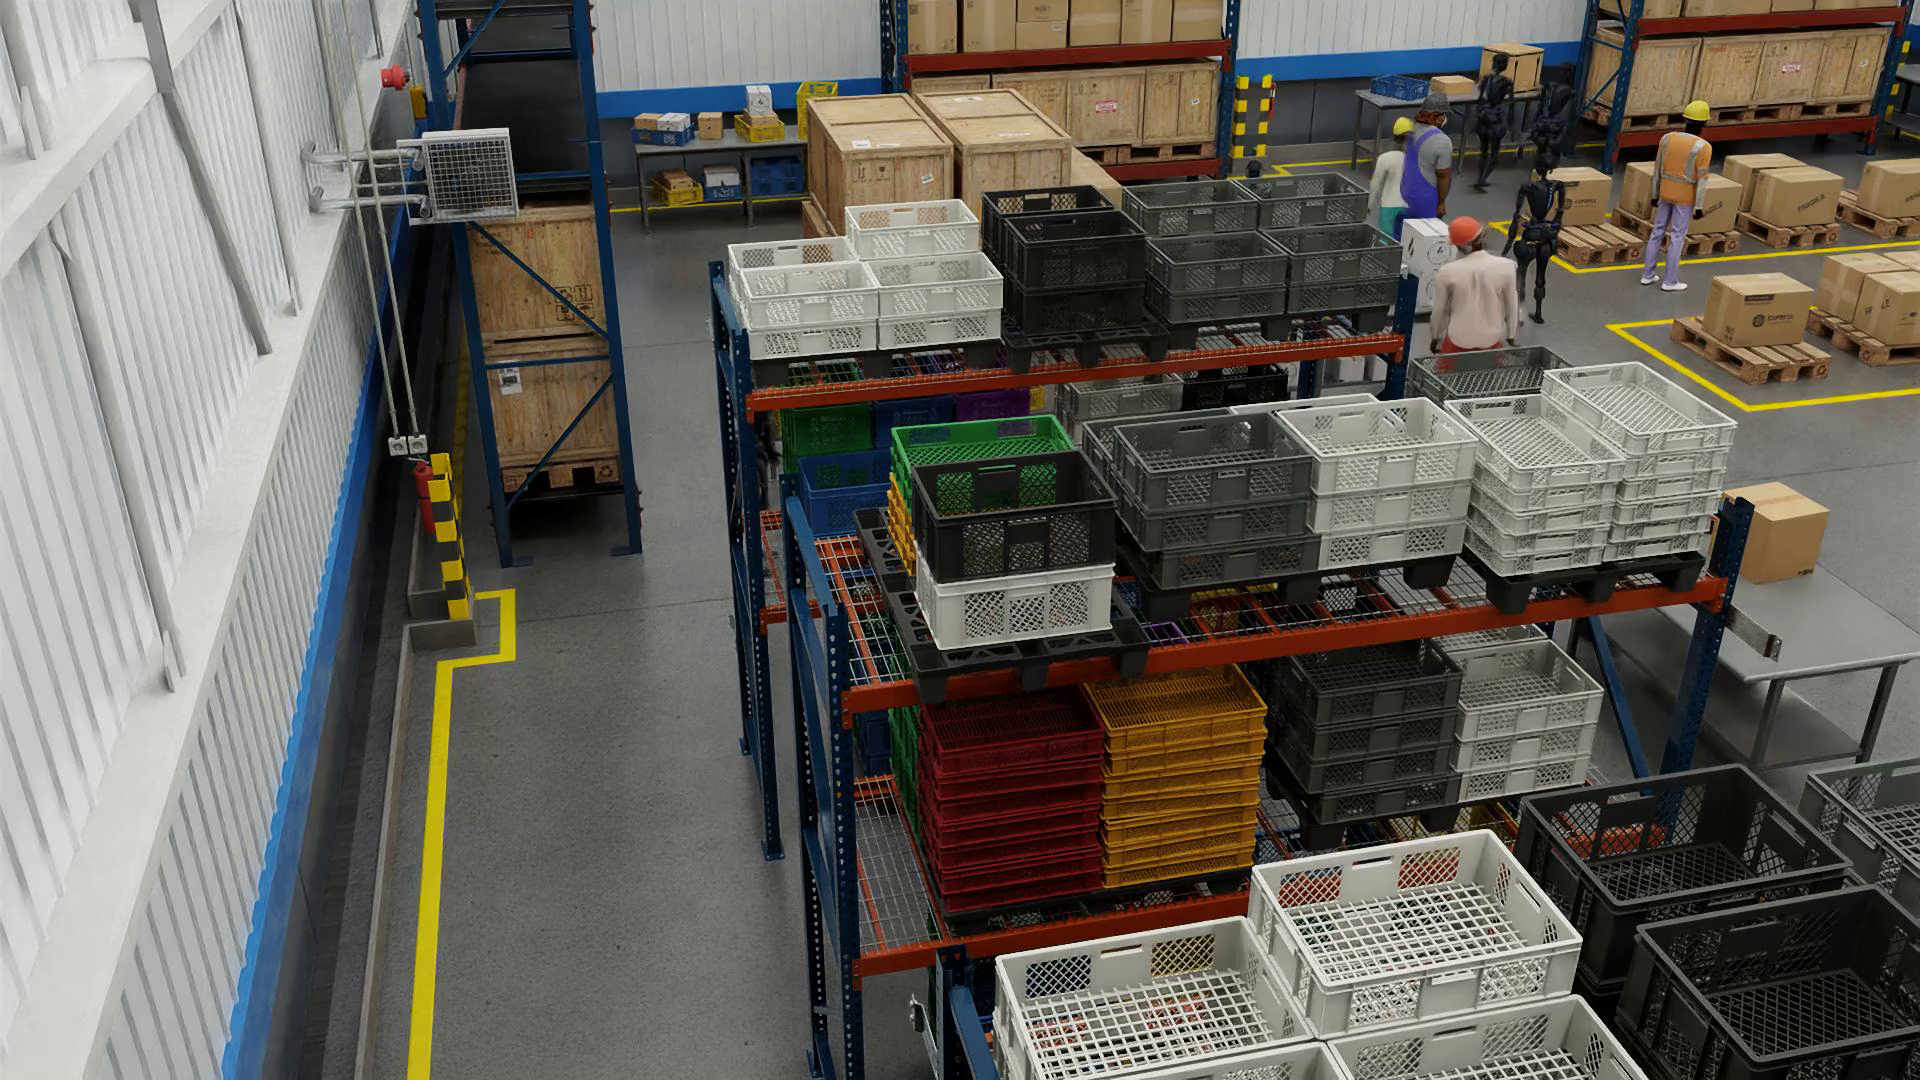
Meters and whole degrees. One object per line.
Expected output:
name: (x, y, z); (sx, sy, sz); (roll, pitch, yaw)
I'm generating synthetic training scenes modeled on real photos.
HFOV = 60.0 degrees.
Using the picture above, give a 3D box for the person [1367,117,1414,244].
person: (4.424, -3.438, 16.972); (0.551, 1.756, 0.429); (-5, 28, -9)

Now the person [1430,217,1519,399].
person: (4.073, -1.611, 13.317); (0.732, 1.943, 0.390); (8, 29, 14)

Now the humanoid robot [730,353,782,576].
humanoid robot: (-1.431, -0.560, 11.595); (0.325, 1.649, 0.602); (4, 28, 8)

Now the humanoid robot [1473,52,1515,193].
humanoid robot: (6.438, -5.048, 20.132); (0.372, 1.676, 0.592); (-12, 30, -21)

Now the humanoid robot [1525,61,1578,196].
humanoid robot: (6.998, -4.846, 19.729); (0.382, 1.642, 0.611); (-17, 32, -29)

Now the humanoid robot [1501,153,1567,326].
humanoid robot: (5.538, -2.899, 16.022); (0.611, 1.657, 0.315); (-8, 29, -15)

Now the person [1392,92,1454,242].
person: (4.687, -3.504, 16.797); (0.537, 2.000, 0.680); (-17, 32, -30)

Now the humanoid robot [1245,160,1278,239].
humanoid robot: (2.745, -2.808, 15.859); (0.579, 1.652, 0.308); (5, 28, 10)

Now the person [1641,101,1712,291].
person: (7.297, -3.490, 16.890); (0.363, 1.926, 0.593); (-18, 33, -30)
